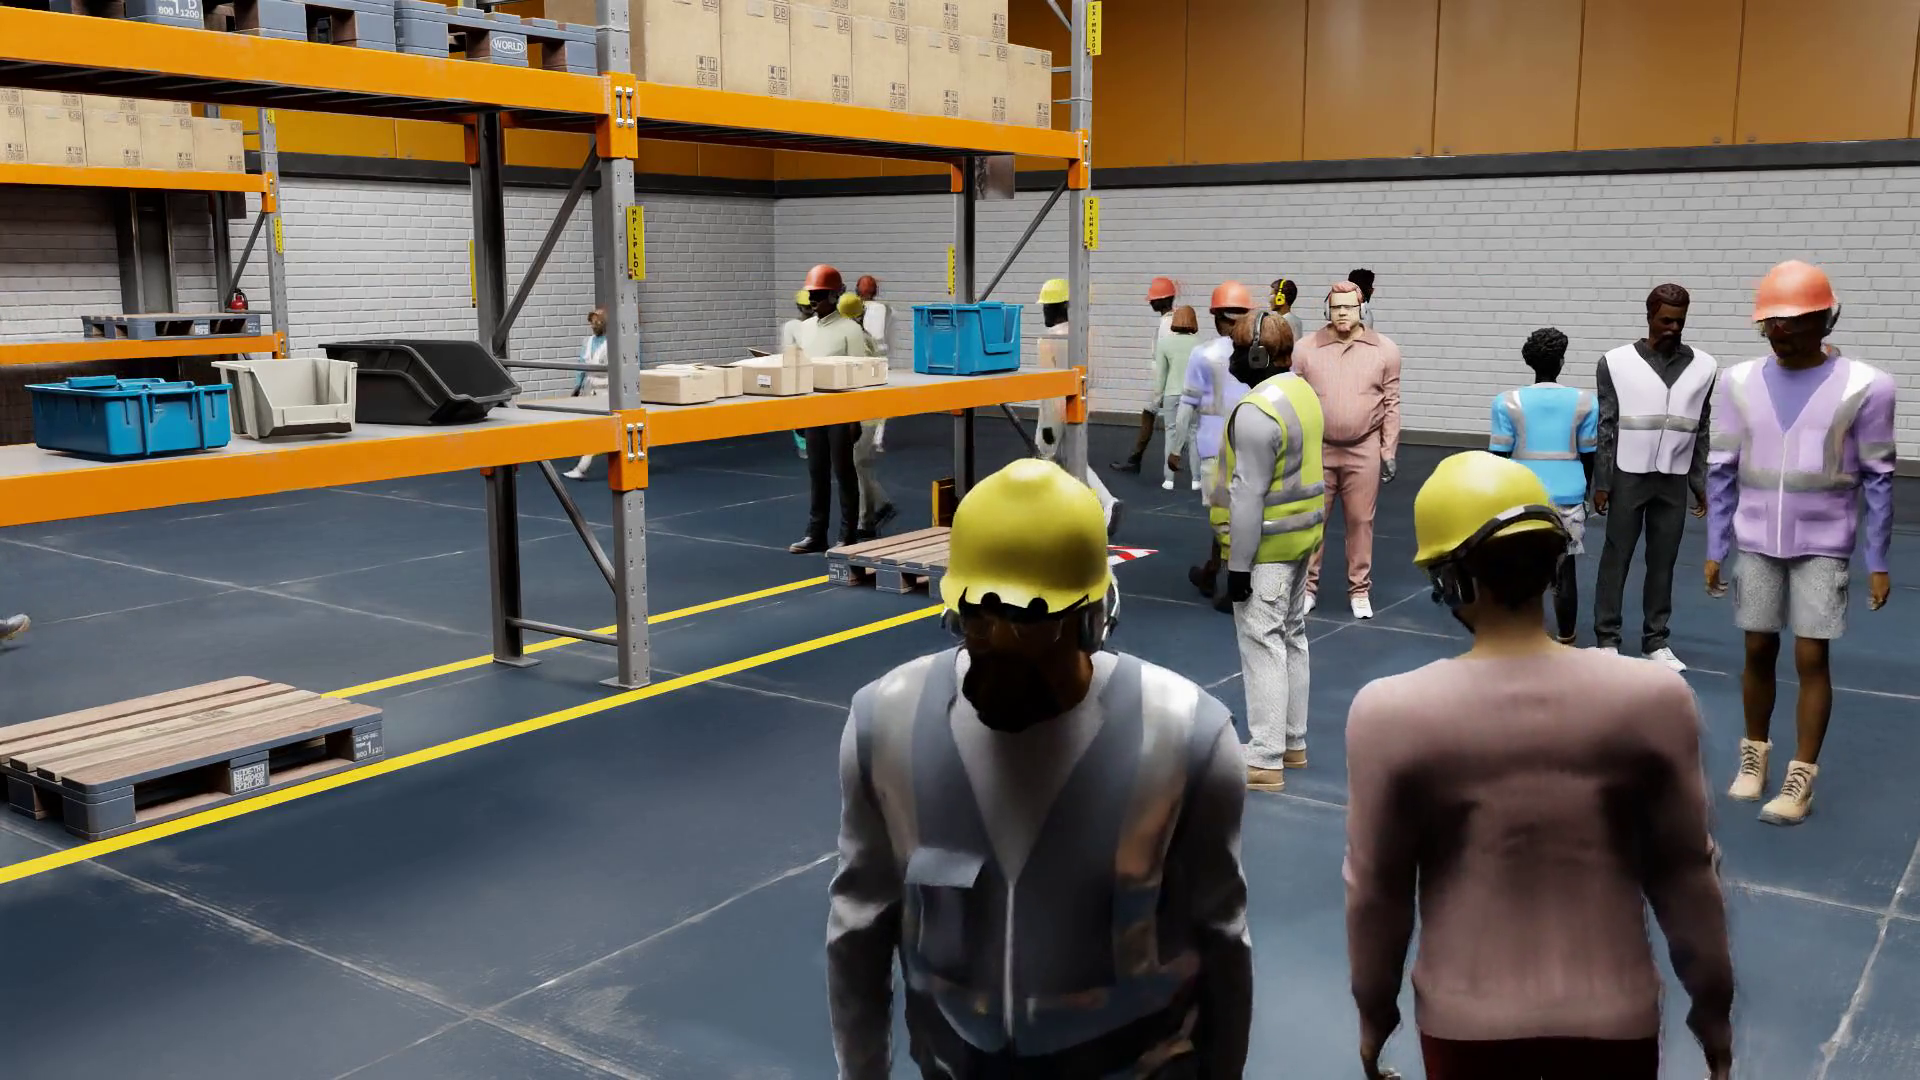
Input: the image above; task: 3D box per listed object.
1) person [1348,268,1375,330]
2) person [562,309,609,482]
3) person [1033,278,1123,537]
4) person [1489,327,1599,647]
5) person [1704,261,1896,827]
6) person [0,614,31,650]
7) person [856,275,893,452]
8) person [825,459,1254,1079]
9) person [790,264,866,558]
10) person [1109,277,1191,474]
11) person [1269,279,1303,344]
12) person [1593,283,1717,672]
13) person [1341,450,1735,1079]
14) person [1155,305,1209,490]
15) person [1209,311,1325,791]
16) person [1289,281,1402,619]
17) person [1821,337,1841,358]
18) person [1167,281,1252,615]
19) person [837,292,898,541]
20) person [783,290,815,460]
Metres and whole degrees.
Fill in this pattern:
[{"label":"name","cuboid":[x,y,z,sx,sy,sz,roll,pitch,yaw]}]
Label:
[{"label":"person","cuboid":[3.749,-1.604,15.850,0.378,1.958,0.607,-3,10,-15]},{"label":"person","cuboid":[-3.300,-1.337,15.353,0.903,1.583,0.514,-9,13,-43]},{"label":"person","cuboid":[0.783,-0.935,12.028,0.779,1.902,0.596,9,13,42]},{"label":"person","cuboid":[2.886,-0.204,8.267,0.535,1.699,0.322,1,10,8]},{"label":"person","cuboid":[3.036,0.021,6.045,0.586,2.025,0.660,-9,13,-43]},{"label":"person","cuboid":[-5.034,-0.296,8.118,0.605,1.936,1.044,3,10,17]},{"label":"person","cuboid":[-0.973,-1.866,17.679,0.575,1.868,0.529,-4,10,-23]},{"label":"person","cuboid":[0.117,0.742,2.460,0.612,1.777,0.787,3,10,19]},{"label":"person","cuboid":[-0.903,-0.870,11.355,0.612,1.996,0.388,8,13,41]},{"label":"person","cuboid":[1.992,-1.541,15.740,1.055,1.874,0.576,3,10,18]},{"label":"person","cuboid":[2.758,-1.287,14.214,0.330,1.872,0.512,5,11,27]},{"label":"person","cuboid":[3.404,-0.300,8.205,0.590,1.915,0.392,0,10,-3]},{"label":"person","cuboid":[0.883,0.736,2.564,0.592,1.727,0.494,1,10,5]},{"label":"person","cuboid":[1.976,-1.257,14.734,0.507,1.631,0.266,1,10,7]},{"label":"person","cuboid":[1.176,0.040,6.440,0.431,1.835,0.624,5,11,28]},{"label":"person","cuboid":[2.155,-0.501,9.423,0.654,1.906,0.408,2,10,13]},{"label":"person","cuboid":[6.440,-0.943,12.677,0.536,1.696,0.322,-2,10,-12]},{"label":"person","cuboid":[1.504,-0.548,9.708,0.551,1.896,0.858,-4,10,-22]},{"label":"person","cuboid":[-0.745,-0.877,11.979,0.435,1.797,0.630,0,10,-2]},{"label":"person","cuboid":[-1.556,-1.682,16.938,0.536,1.751,0.388,-4,11,-25]}]
